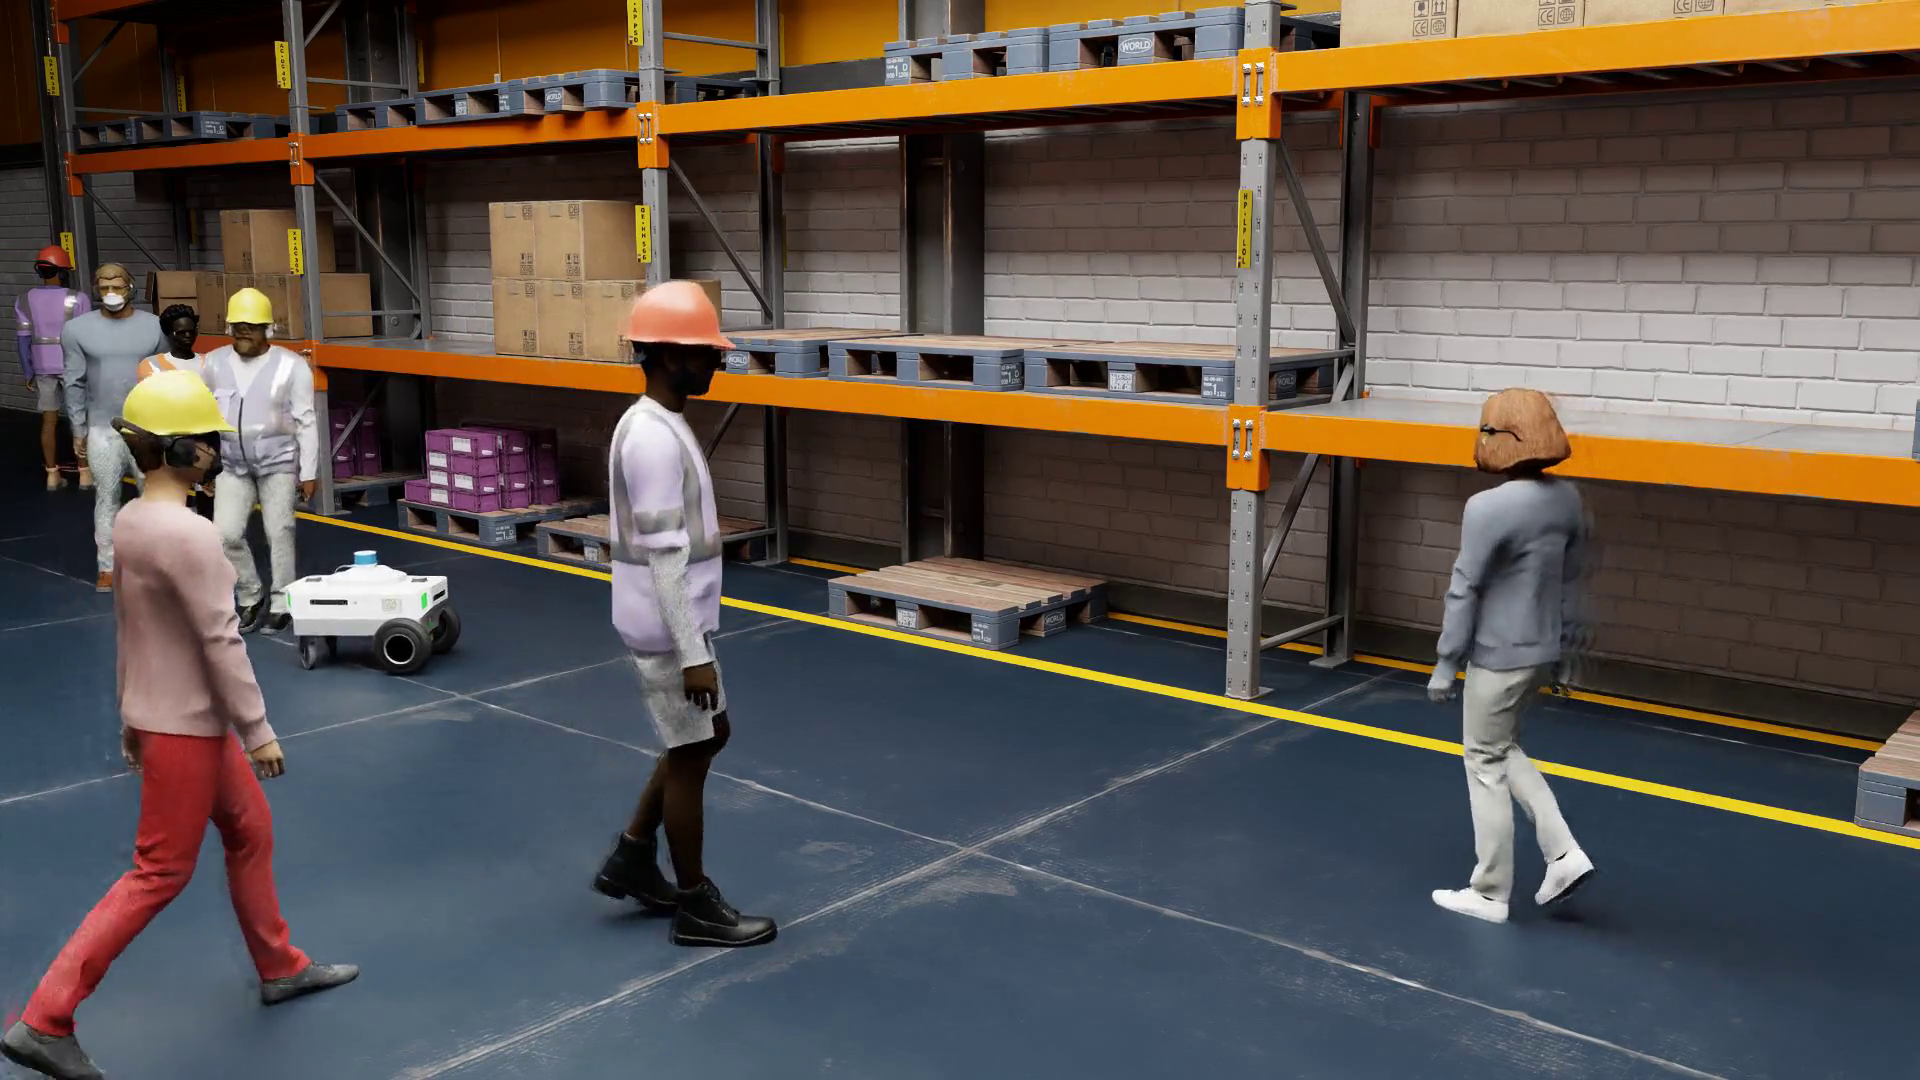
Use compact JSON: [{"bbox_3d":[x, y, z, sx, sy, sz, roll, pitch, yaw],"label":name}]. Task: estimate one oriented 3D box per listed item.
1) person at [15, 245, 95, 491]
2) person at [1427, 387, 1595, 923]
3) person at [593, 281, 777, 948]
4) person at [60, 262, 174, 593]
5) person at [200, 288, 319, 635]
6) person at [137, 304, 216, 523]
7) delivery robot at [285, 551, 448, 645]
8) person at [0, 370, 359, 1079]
[{"bbox_3d":[-7.528,-1.434,13.938,0.611,2.042,0.395,-1,10,-4],"label":"person"},{"bbox_3d":[1.626,0.358,4.942,0.500,1.619,0.377,-8,13,-40],"label":"person"},{"bbox_3d":[-0.803,0.231,4.775,0.450,1.932,0.563,-1,10,-5],"label":"person"},{"bbox_3d":[-4.922,-0.660,9.828,0.629,1.939,0.372,-5,11,-24],"label":"person"},{"bbox_3d":[-3.645,-0.390,8.635,0.628,1.813,0.443,0,10,-2],"label":"person"},{"bbox_3d":[-4.572,-0.544,9.853,0.321,1.697,0.529,9,13,41],"label":"person"},{"bbox_3d":[-2.871,0.296,8.056,0.707,0.478,0.477,0,10,1],"label":"delivery robot"},{"bbox_3d":[-1.986,0.444,4.138,0.866,1.729,0.524,-8,13,-38],"label":"person"}]
